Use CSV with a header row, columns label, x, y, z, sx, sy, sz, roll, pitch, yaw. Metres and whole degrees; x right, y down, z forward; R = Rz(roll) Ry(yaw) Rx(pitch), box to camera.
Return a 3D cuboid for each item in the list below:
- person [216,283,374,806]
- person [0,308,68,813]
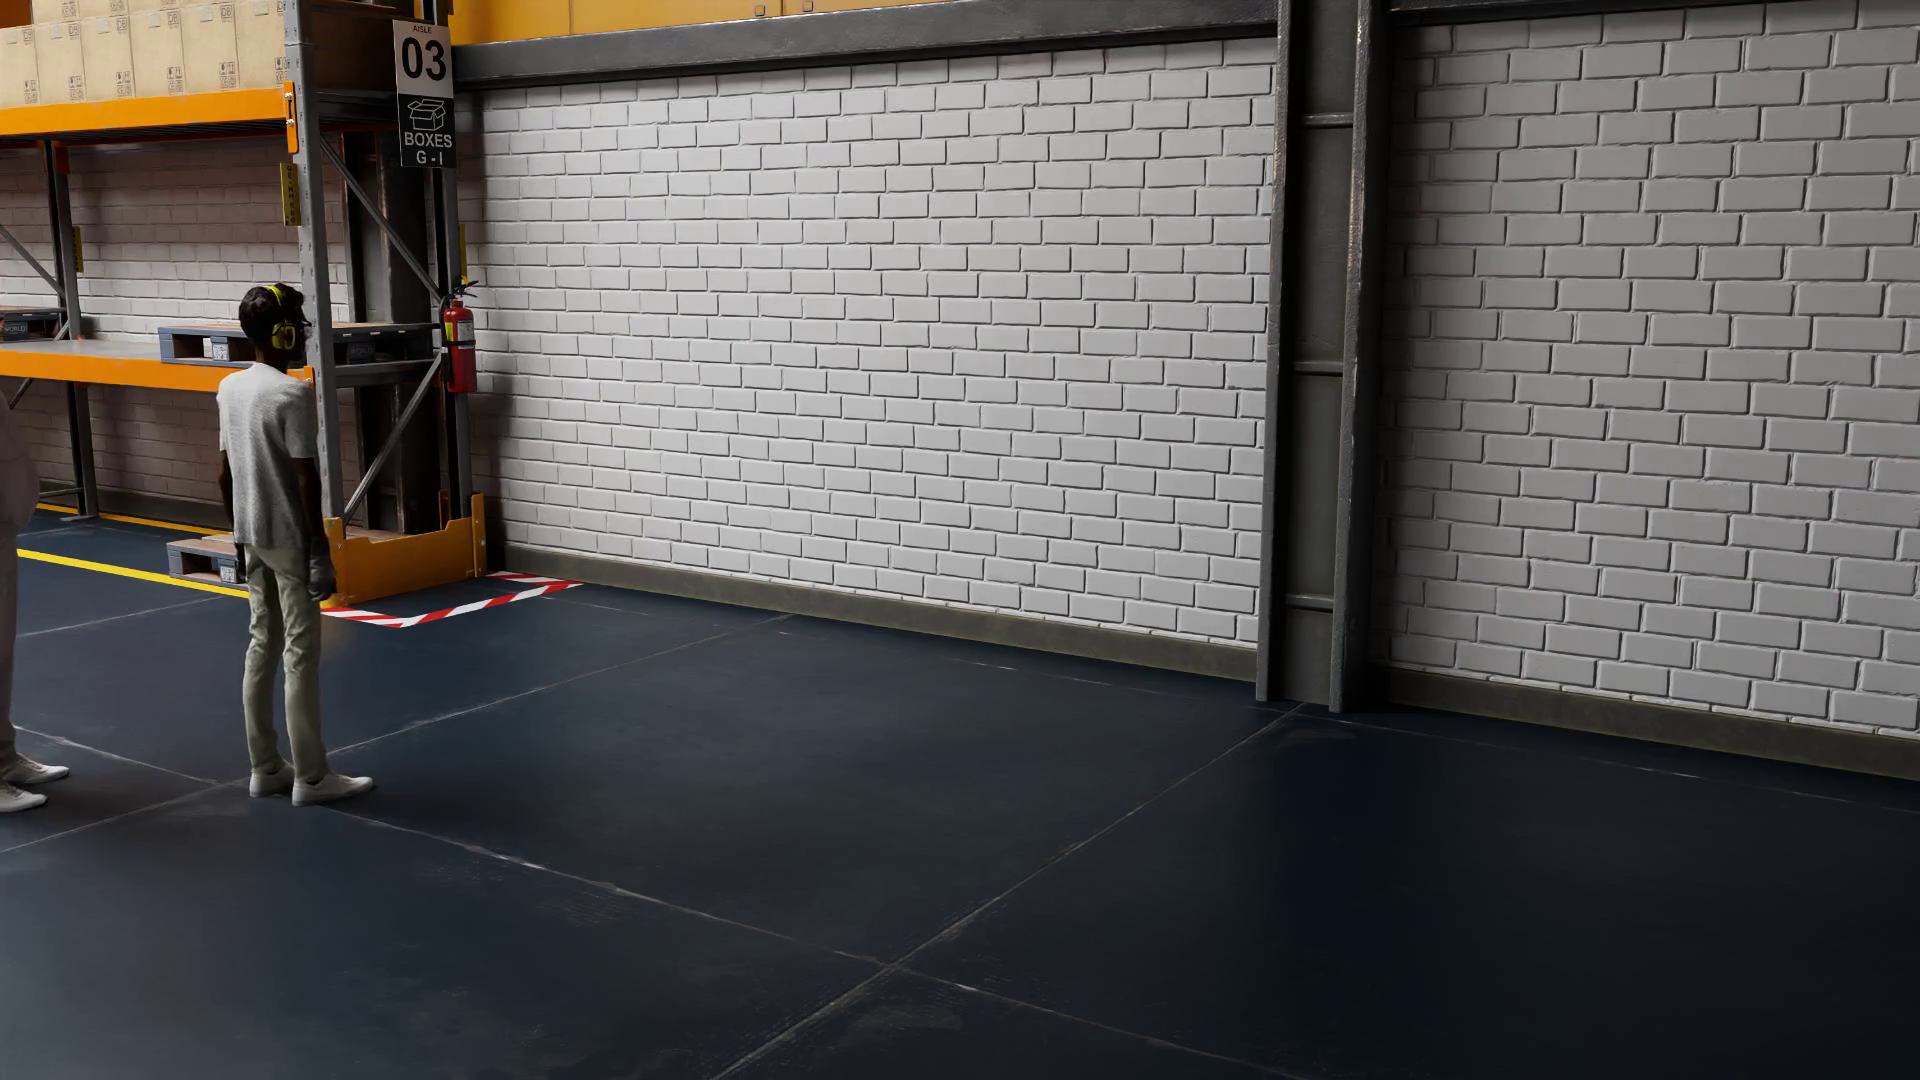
label,x,y,z,sx,sy,sz,roll,pitch,yaw
person,-2.438,0.020,5.995,0.512,1.872,0.330,6,12,32
person,-3.478,0.023,5.914,0.399,1.897,0.648,-4,11,-22
